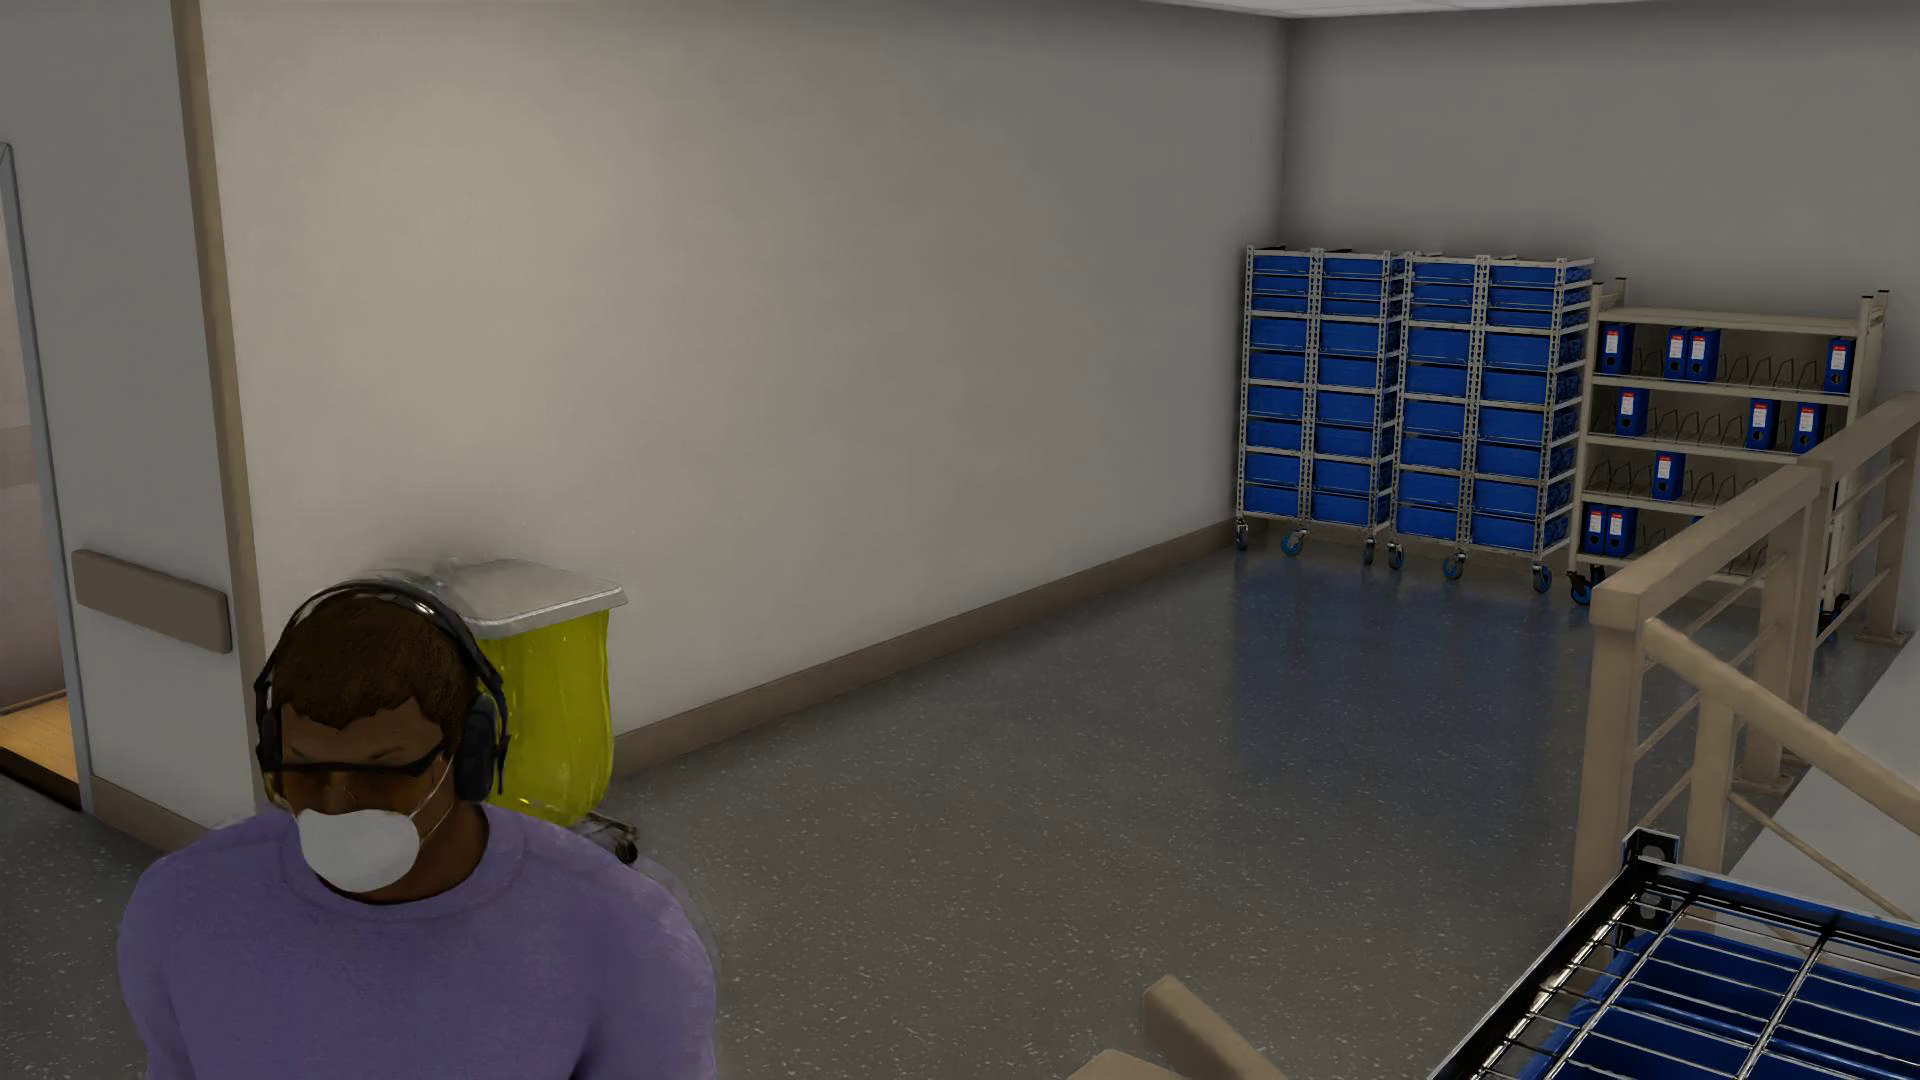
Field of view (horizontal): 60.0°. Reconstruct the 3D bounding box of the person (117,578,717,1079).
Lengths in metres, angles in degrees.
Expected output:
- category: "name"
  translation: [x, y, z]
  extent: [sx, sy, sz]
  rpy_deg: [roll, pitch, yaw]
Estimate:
- category: "person"
  translation: [-0.570, 0.971, 1.812]
  extent: [0.666, 1.922, 0.449]
  rpy_deg: [1, 13, 2]
